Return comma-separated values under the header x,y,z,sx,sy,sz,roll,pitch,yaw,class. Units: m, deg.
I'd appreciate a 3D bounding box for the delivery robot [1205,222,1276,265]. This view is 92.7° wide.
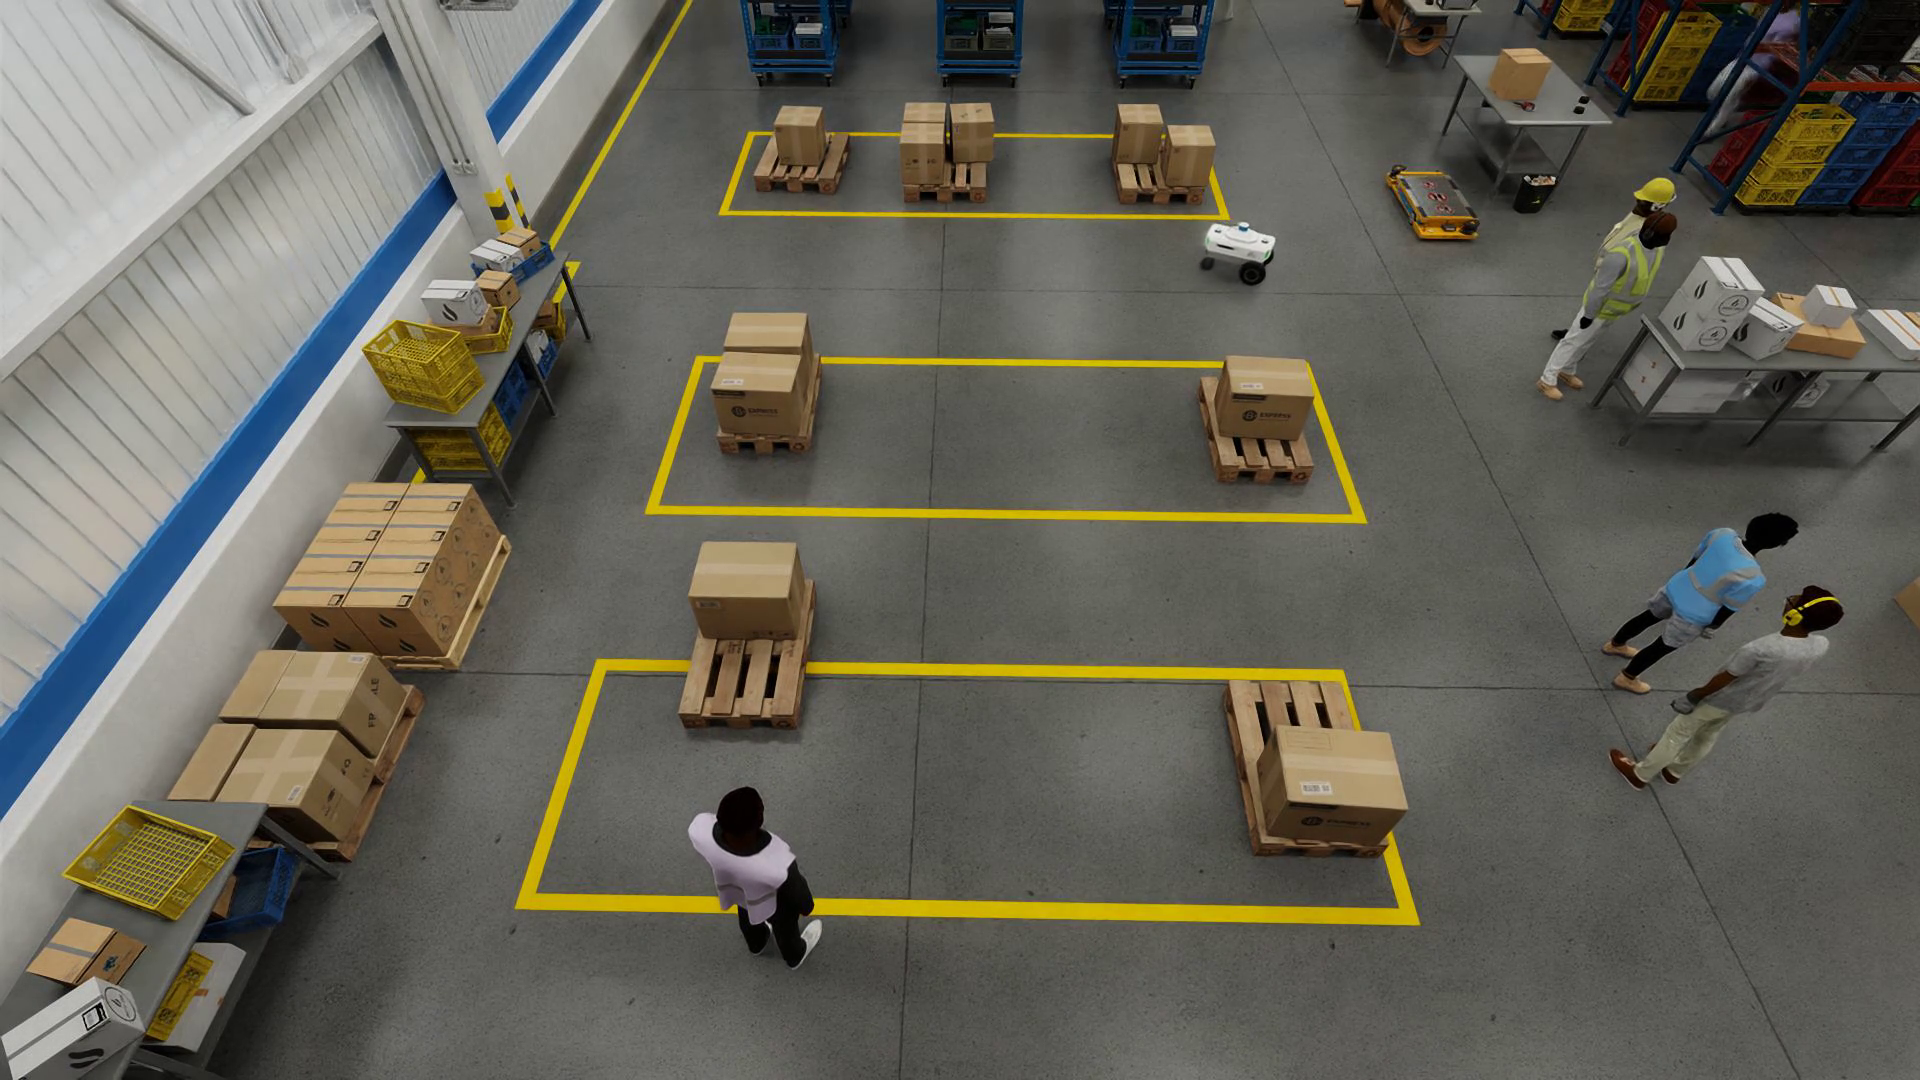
x,y,z,sx,sy,sz,roll,pitch,yaw,class
3.071,-3.252,10.084,0.707,0.478,0.477,19,52,16,delivery robot

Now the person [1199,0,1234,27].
x,y,z,sx,sy,sz,roll,pitch,yaw,class
4.199,-8.998,14.434,0.550,1.596,0.712,13,50,11,person

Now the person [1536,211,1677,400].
x,y,z,sx,sy,sz,roll,pitch,yaw,class
5.876,-2.115,8.314,0.619,1.845,0.430,-23,53,-19,person

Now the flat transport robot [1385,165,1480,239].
x,y,z,sx,sy,sz,roll,pitch,yaw,class
5.692,-4.094,11.059,0.652,0.197,1.431,1,49,1,flat transport robot

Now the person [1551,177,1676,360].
x,y,z,sx,sy,sz,roll,pitch,yaw,class
6.215,-2.565,8.719,0.403,1.823,0.594,15,51,12,person

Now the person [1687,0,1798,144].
x,y,z,sx,sy,sz,roll,pitch,yaw,class
9.968,-5.989,11.612,0.420,1.925,0.642,2,49,2,person

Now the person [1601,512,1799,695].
x,y,z,sx,sy,sz,roll,pitch,yaw,class
4.980,0.420,6.223,0.323,1.692,0.532,6,49,6,person

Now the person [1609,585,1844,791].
x,y,z,sx,sy,sz,roll,pitch,yaw,class
4.711,0.958,5.647,0.516,1.863,0.348,-6,49,-5,person

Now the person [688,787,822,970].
x,y,z,sx,sy,sz,roll,pitch,yaw,class
-1.053,1.839,4.851,0.592,1.912,0.389,18,52,15,person
